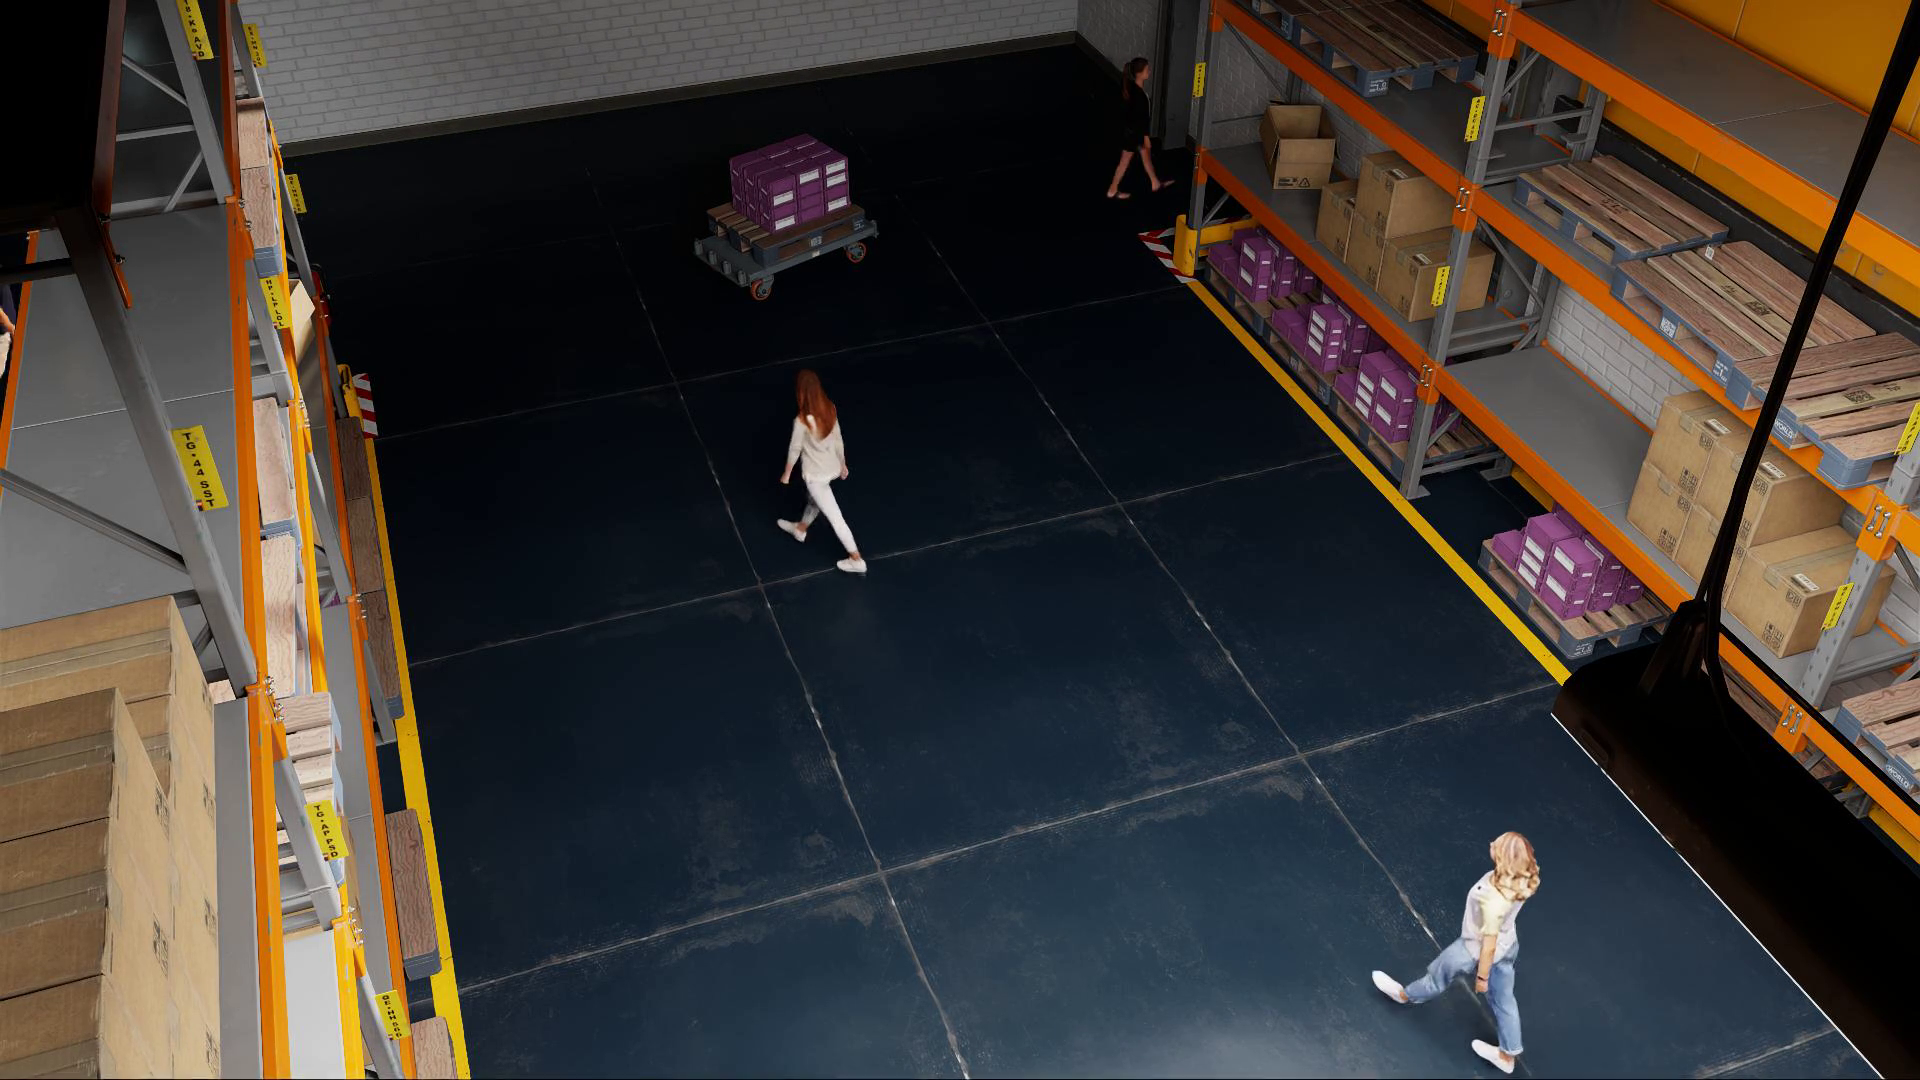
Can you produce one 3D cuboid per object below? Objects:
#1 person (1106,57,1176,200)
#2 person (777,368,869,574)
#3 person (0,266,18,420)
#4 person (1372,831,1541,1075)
[{"bbox_3d":[1.735,-4.244,17.252,0.833,1.525,0.968,0,39,0],"label":"person"},{"bbox_3d":[-0.967,-0.463,12.408,1.187,1.662,1.042,21,43,25],"label":"person"},{"bbox_3d":[-8.140,-1.771,13.930,0.733,1.806,1.082,-12,40,-14],"label":"person"},{"bbox_3d":[2.929,2.263,8.990,1.233,1.669,1.007,29,47,31],"label":"person"}]
